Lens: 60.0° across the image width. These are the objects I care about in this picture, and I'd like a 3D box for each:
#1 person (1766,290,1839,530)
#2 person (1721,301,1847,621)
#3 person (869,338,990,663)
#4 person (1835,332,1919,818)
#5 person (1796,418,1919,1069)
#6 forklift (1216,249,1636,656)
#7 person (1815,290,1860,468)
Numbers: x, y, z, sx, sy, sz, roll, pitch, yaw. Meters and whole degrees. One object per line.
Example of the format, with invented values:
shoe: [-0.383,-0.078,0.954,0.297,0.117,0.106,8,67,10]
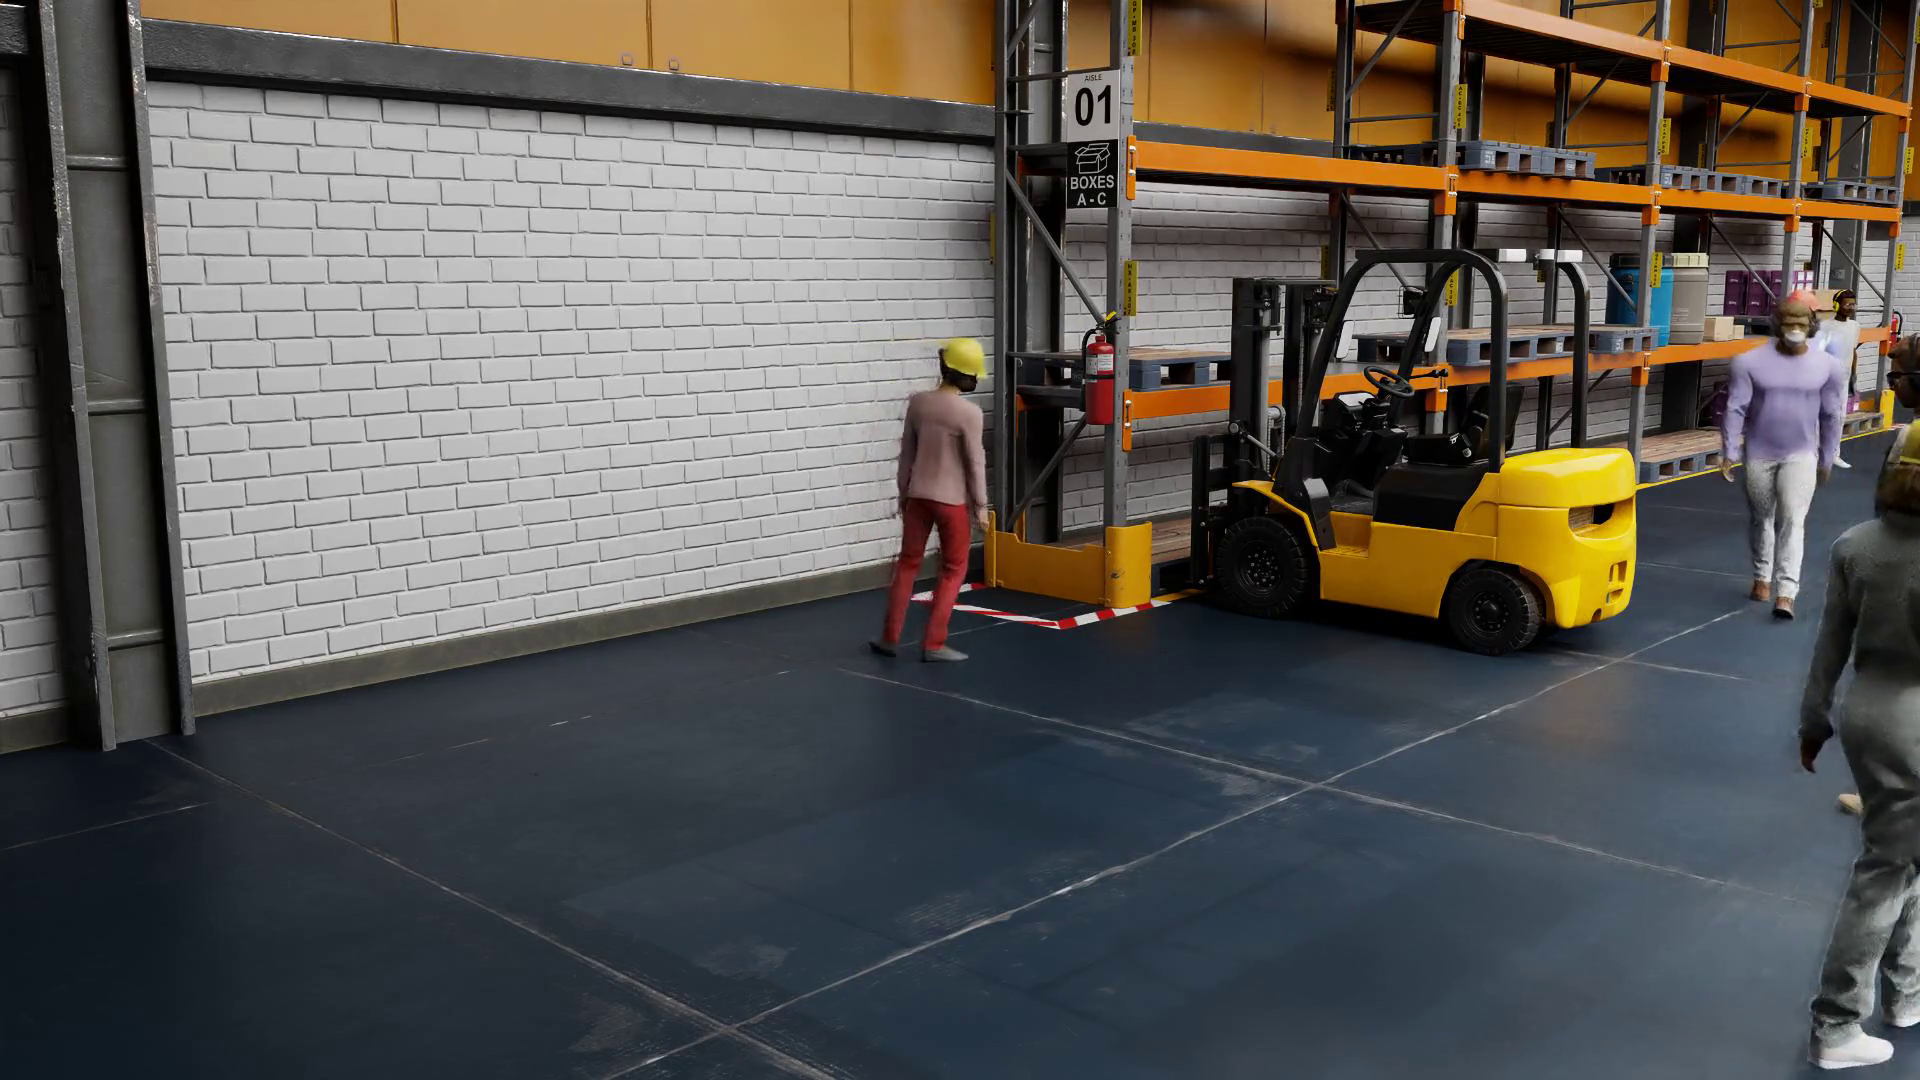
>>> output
person: [6.655,-1.036,13.293,0.569,1.899,0.819,8,12,42]
person: [4.949,-0.492,10.038,0.638,1.887,1.042,5,11,29]
person: [-0.163,-0.209,8.787,0.732,1.715,0.350,7,11,36]
person: [3.572,0.147,6.227,0.504,1.840,0.345,-8,12,-40]
person: [2.532,0.514,4.313,0.750,1.714,0.507,-3,10,-18]
forklift: [2.710,-0.584,9.626,2.313,2.155,1.214,9,13,43]
person: [9.097,-1.663,17.283,0.505,1.860,0.320,-2,10,-13]
